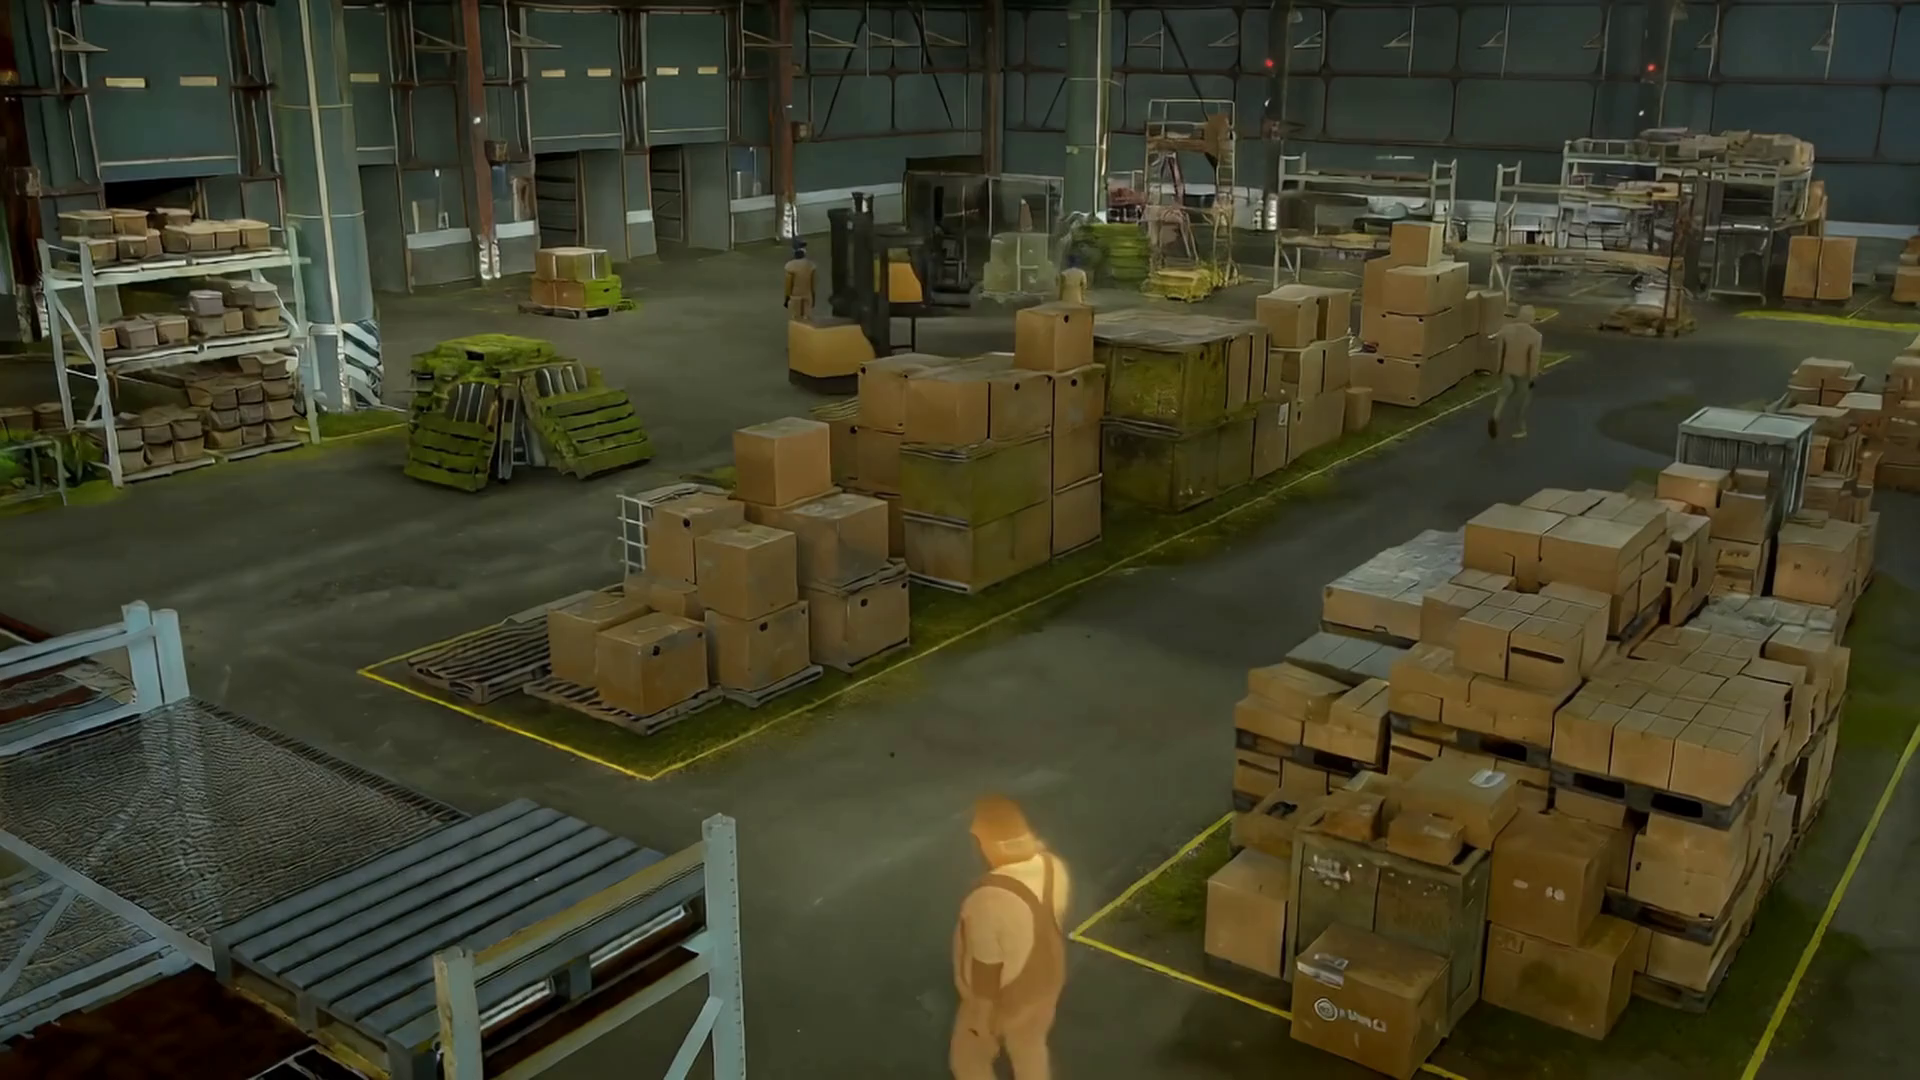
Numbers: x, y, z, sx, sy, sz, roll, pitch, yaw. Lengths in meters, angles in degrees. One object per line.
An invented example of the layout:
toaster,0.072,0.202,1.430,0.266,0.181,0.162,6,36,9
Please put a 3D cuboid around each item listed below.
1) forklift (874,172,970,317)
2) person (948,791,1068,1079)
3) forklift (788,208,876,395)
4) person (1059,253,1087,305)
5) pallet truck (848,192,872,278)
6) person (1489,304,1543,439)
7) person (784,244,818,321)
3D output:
forklift,-0.798,-5.988,33.602,1.873,2.768,1.129,3,17,9
person,0.223,2.147,8.096,0.541,2.000,0.691,14,22,39
forklift,-1.726,-3.850,26.524,1.873,2.768,1.129,-11,20,-32
person,2.074,-4.410,30.434,0.535,1.673,0.685,-2,17,-6
pallet truck,-1.936,-7.159,38.982,1.885,1.965,0.823,-12,21,-34
person,7.700,-2.305,23.055,0.636,1.916,0.803,15,22,41
person,-2.830,-4.309,29.669,0.636,1.930,0.371,-8,19,-25
